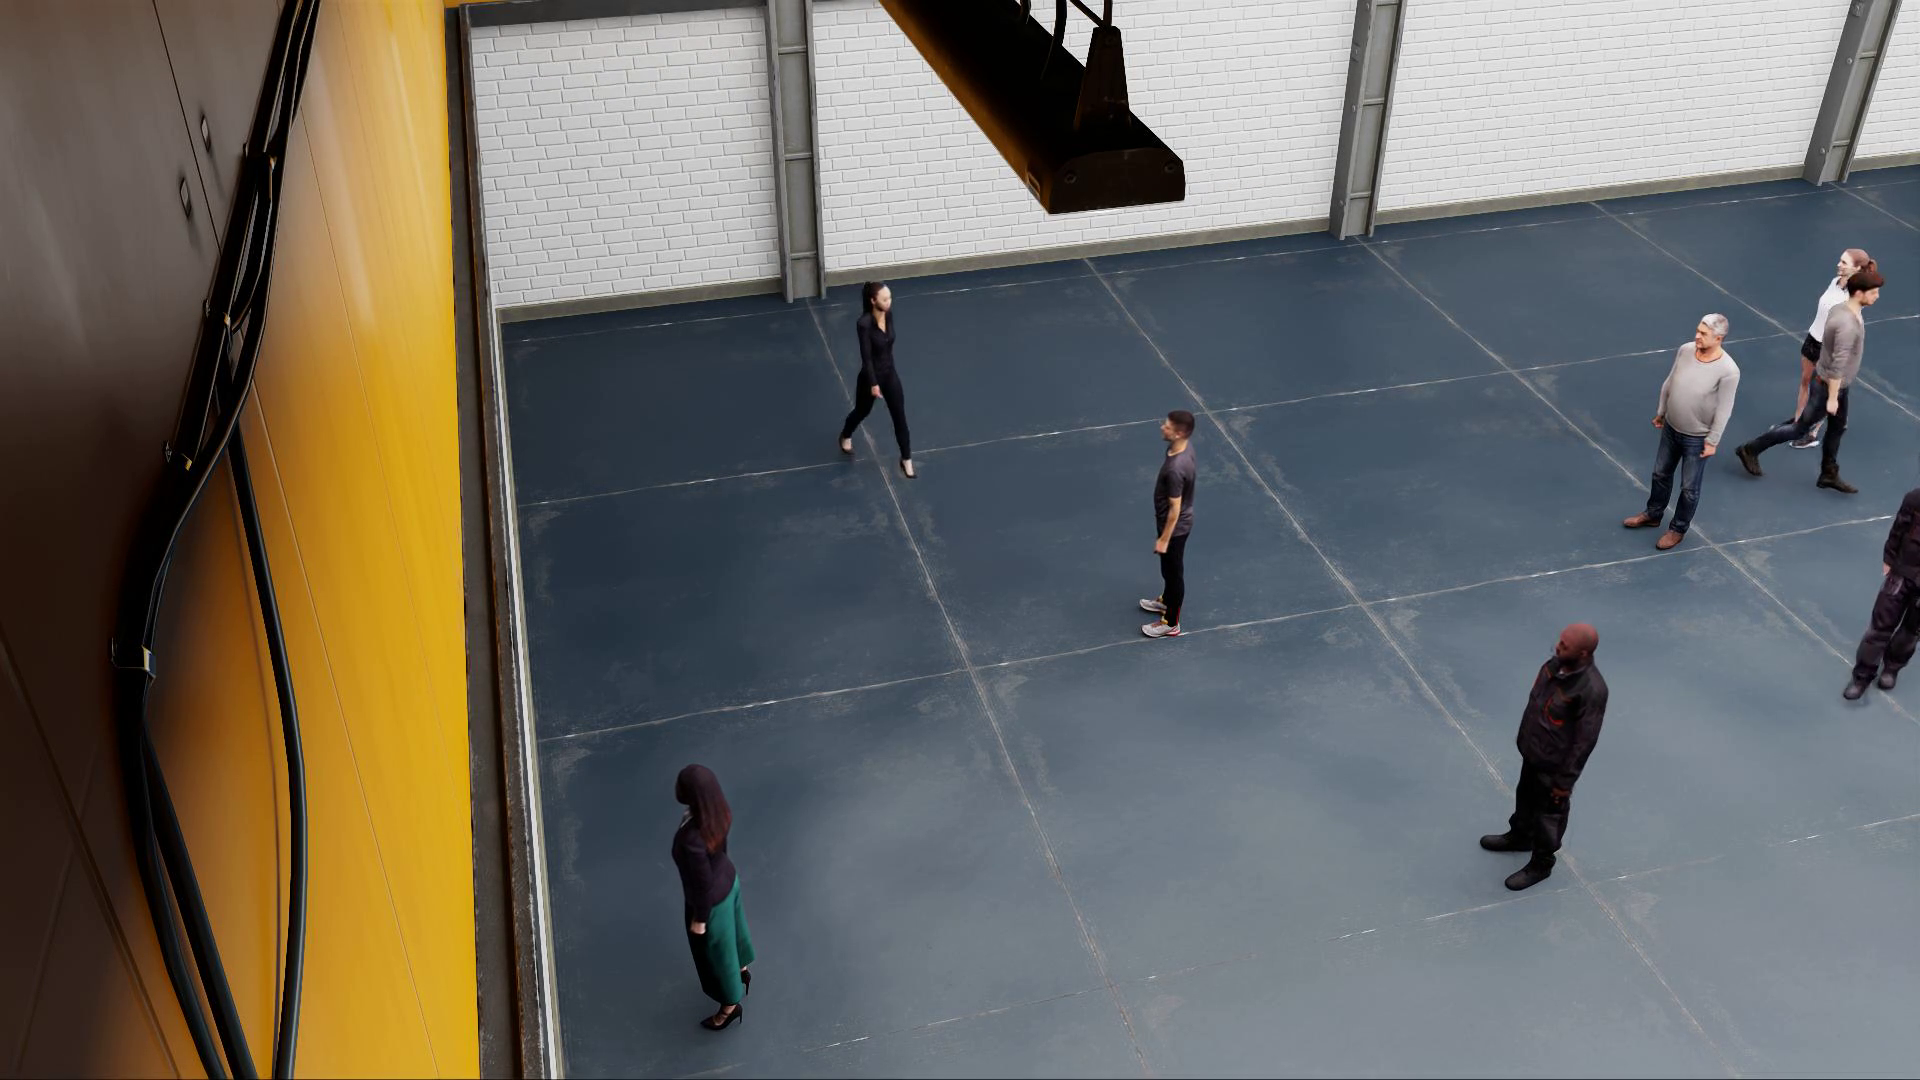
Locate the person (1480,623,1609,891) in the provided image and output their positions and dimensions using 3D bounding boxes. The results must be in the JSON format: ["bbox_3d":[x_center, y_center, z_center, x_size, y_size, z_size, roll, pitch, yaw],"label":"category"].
[{"bbox_3d":[3.426,1.198,9.554,0.619,1.818,0.712,-6,34,-8],"label":"person"}]

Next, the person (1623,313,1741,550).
[{"bbox_3d":[5.500,-0.843,12.542,0.690,1.909,0.783,-15,36,-21],"label":"person"}]

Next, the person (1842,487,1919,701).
[{"bbox_3d":[6.424,0.194,11.047,0.986,1.837,1.058,21,39,28],"label":"person"}]

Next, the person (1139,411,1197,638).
[{"bbox_3d":[1.483,-0.125,11.594,0.680,1.764,0.710,4,34,6],"label":"person"}]

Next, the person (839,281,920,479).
[{"bbox_3d":[-0.740,-1.296,13.436,1.003,1.675,1.072,26,42,33],"label":"person"}]

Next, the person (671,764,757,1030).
[{"bbox_3d":[-1.288,1.848,8.648,0.669,1.738,0.702,5,34,7],"label":"person"}]

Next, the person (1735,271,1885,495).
[{"bbox_3d":[6.797,-1.247,13.187,1.265,1.868,1.213,19,38,26],"label":"person"}]

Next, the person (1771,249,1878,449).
[{"bbox_3d":[7.209,-1.606,13.831,0.588,1.752,0.593,-4,34,-6],"label":"person"}]
